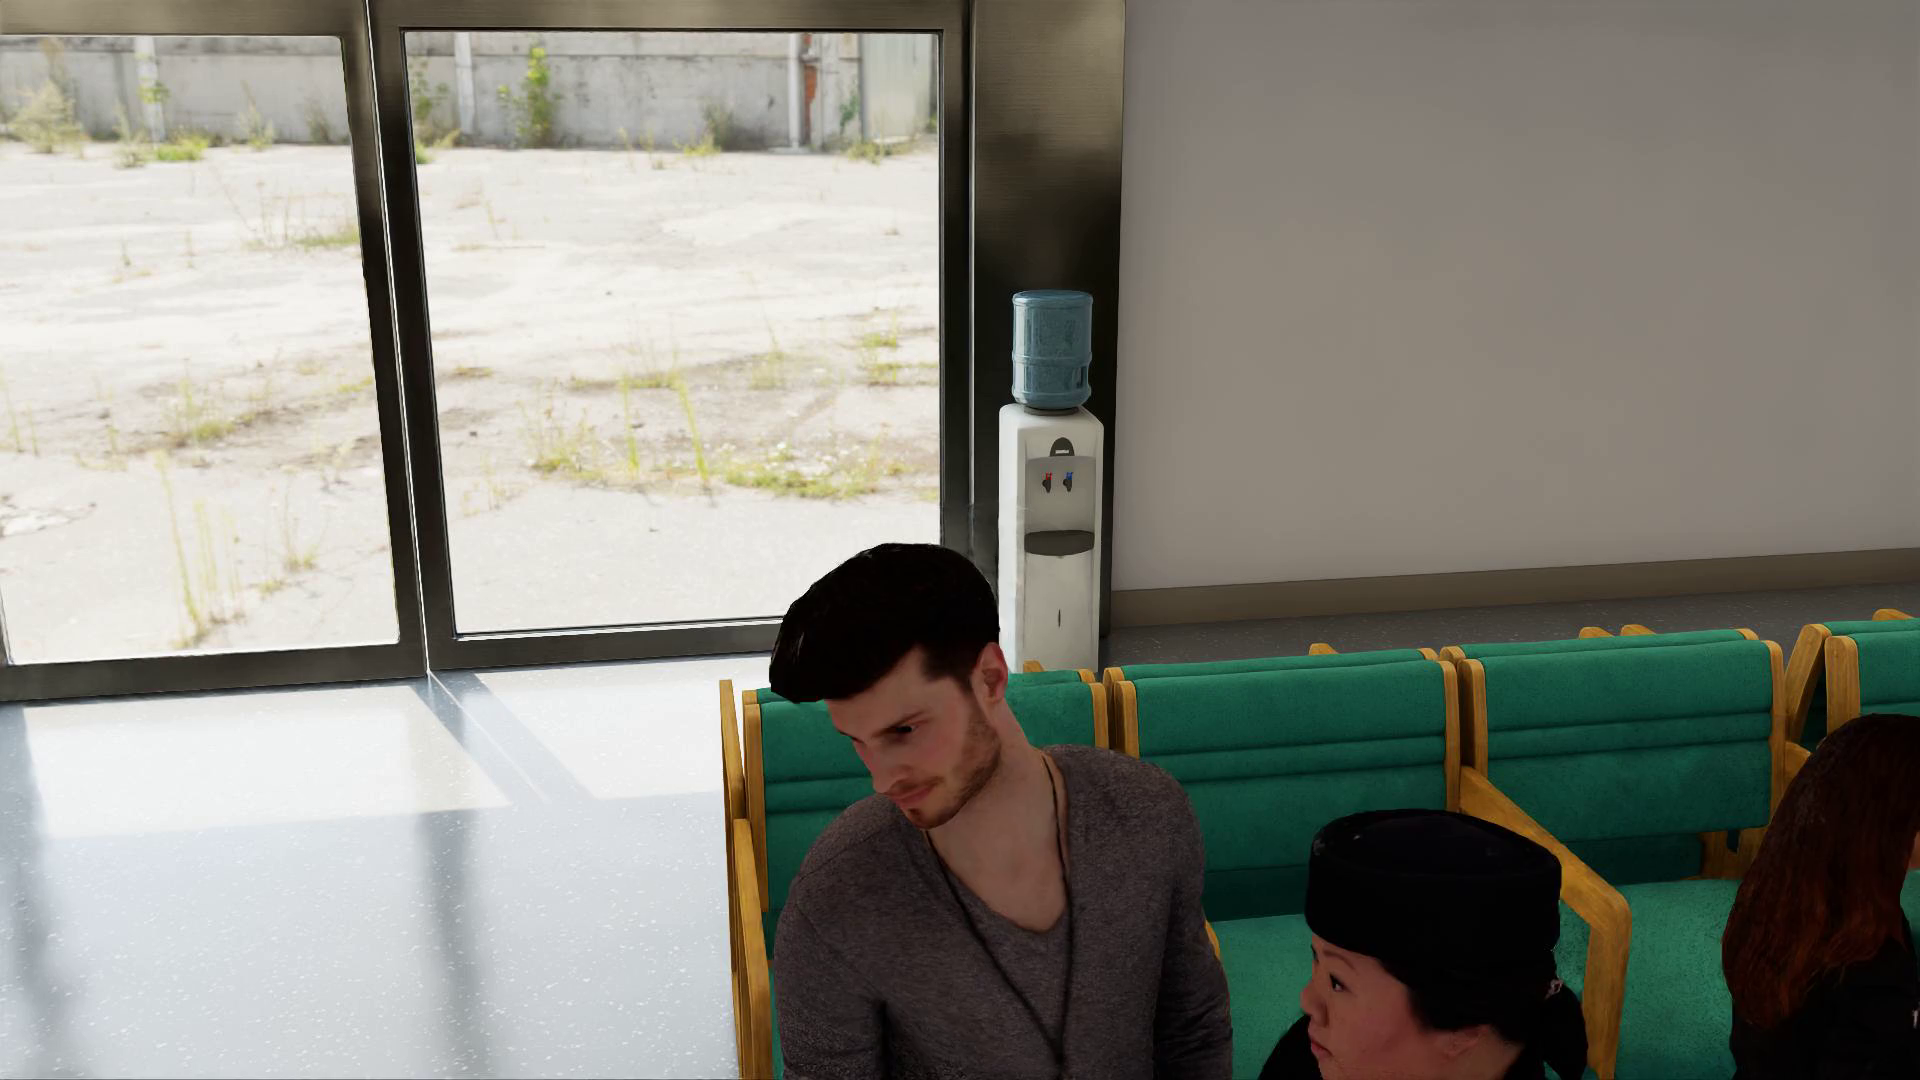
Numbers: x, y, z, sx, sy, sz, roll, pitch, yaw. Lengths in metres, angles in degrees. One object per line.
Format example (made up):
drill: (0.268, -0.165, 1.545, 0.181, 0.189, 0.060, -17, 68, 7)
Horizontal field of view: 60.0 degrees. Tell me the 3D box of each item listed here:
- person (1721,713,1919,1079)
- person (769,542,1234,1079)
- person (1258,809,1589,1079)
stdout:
person: (1.153, 0.948, 2.454, 0.721, 1.459, 0.791, 0, 16, 0)
person: (0.032, 0.877, 1.964, 0.742, 1.861, 0.829, 15, 21, 42)
person: (0.497, 1.060, 1.720, 0.813, 1.640, 0.849, -7, 17, -25)
